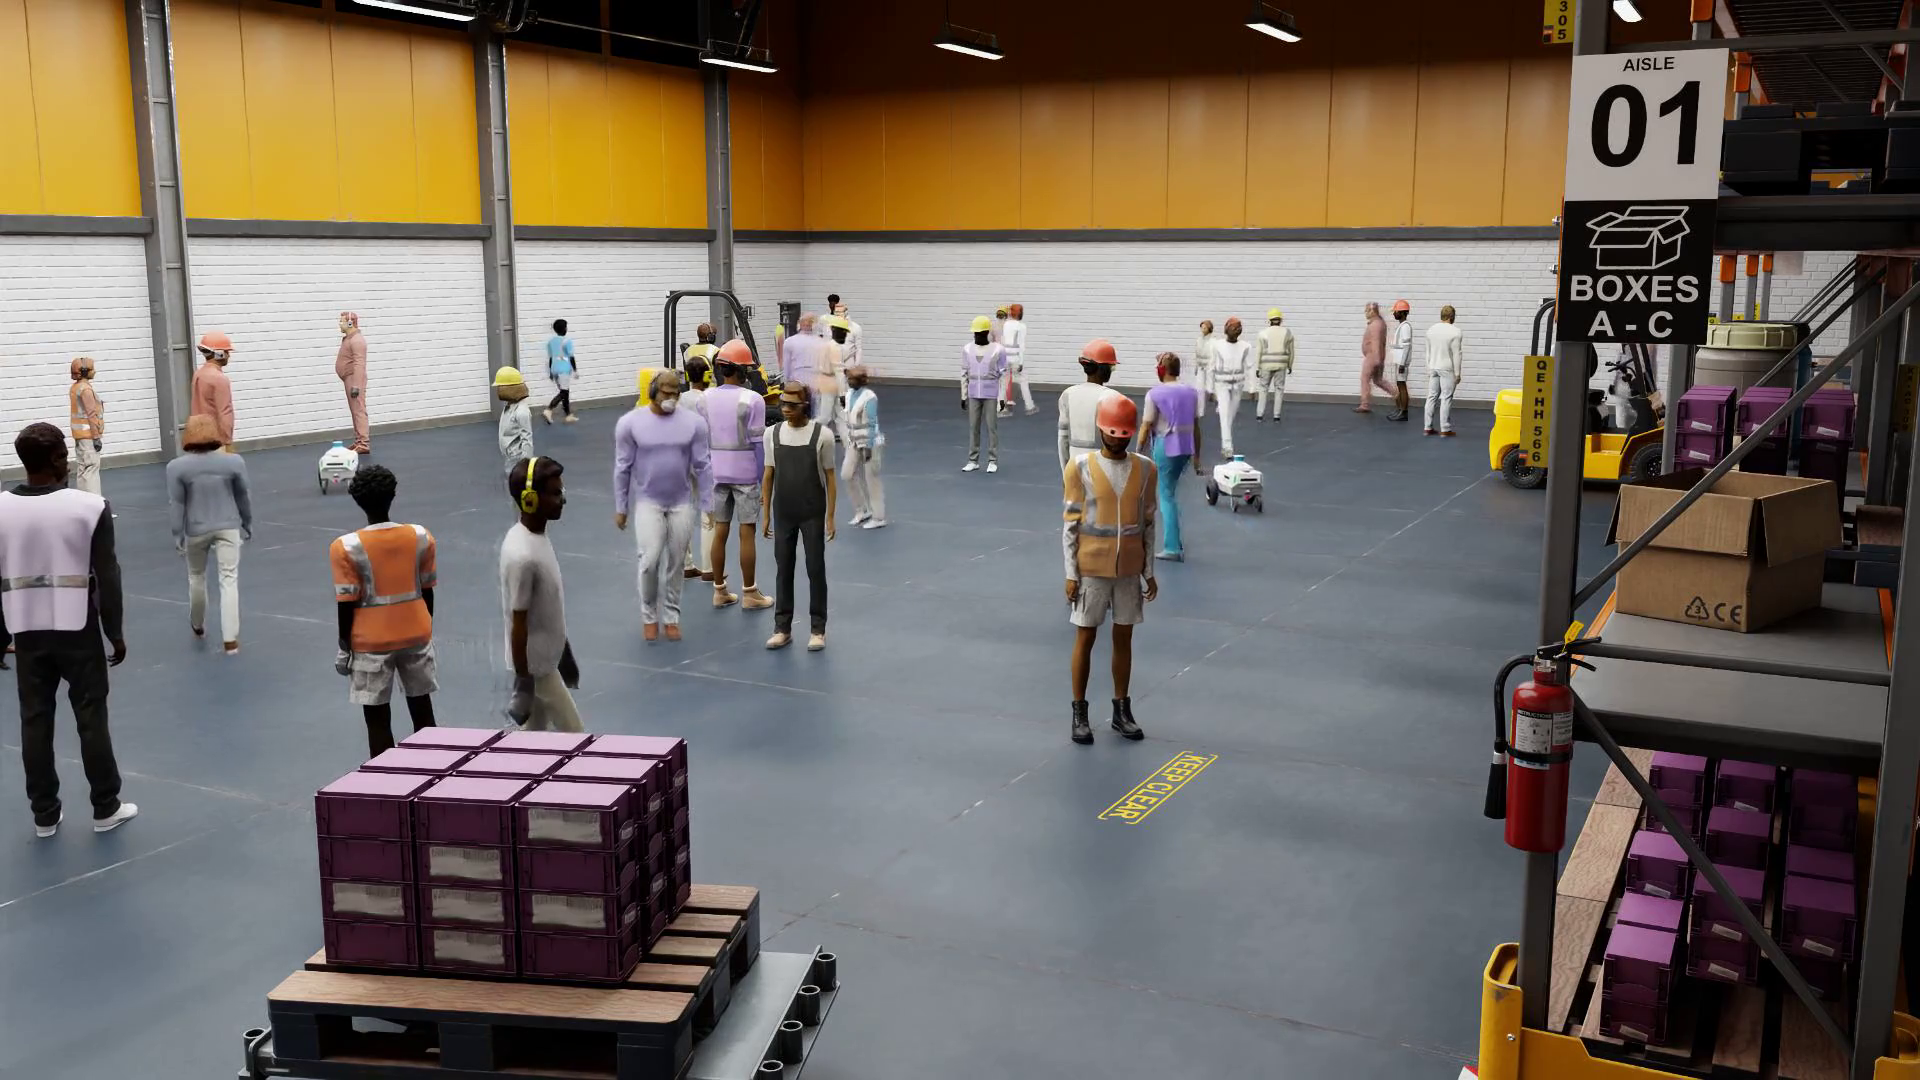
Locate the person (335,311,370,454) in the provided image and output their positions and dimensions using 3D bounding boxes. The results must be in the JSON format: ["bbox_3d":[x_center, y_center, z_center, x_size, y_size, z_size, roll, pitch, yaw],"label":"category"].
[{"bbox_3d":[-8.128,-2.096,22.250,0.407,1.910,0.638,-5,11,-25],"label":"person"}]

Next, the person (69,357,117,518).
[{"bbox_3d":[-8.816,-1.025,16.824,0.307,1.641,0.511,-9,13,-43],"label":"person"}]

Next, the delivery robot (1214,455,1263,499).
[{"bbox_3d":[2.932,-0.651,17.524,0.477,0.478,0.707,-2,10,-9],"label":"delivery robot"}]

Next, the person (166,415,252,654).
[{"bbox_3d":[-5.106,-0.055,11.351,0.519,1.593,0.843,-5,11,-26],"label":"person"}]

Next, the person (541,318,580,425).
[{"bbox_3d":[-6.301,-2.641,26.088,0.535,1.670,0.780,8,13,40],"label":"person"}]

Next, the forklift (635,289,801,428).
[{"bbox_3d":[-3.358,-2.392,23.136,2.313,2.155,1.214,-1,10,-5],"label":"forklift"}]

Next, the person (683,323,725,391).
[{"bbox_3d":[-3.057,-1.715,20.236,0.622,1.844,0.429,7,12,34],"label":"person"}]

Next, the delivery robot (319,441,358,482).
[{"bbox_3d":[-7.019,-0.871,18.796,0.477,0.478,0.707,-2,10,-13],"label":"delivery robot"}]

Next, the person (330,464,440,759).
[{"bbox_3d":[-2.720,0.485,7.909,0.322,1.699,0.535,9,13,42],"label":"person"}]

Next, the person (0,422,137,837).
[{"bbox_3d":[-4.168,0.420,7.661,0.590,1.916,0.399,-2,10,-11],"label":"person"}]

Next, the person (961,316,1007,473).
[{"bbox_3d":[0.282,-1.783,20.388,0.591,1.923,0.381,4,11,23],"label":"person"}]

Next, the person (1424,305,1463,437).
[{"bbox_3d":[7.082,-2.472,24.383,0.373,1.930,0.626,-7,12,-33],"label":"person"}]

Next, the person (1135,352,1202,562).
[{"bbox_3d":[1.801,-0.730,14.577,0.589,1.822,0.557,-8,13,-39],"label":"person"}]

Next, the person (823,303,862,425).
[{"bbox_3d":[-1.855,-2.732,25.932,0.641,1.910,0.401,2,10,11],"label":"person"}]

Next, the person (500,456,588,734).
[{"bbox_3d":[-1.848,0.542,7.204,0.873,1.832,0.534,-2,10,-14],"label":"person"}]

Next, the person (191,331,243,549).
[{"bbox_3d":[-6.812,-0.919,15.264,0.452,1.979,0.623,-9,13,-42],"label":"person"}]

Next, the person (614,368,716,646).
[{"bbox_3d":[-2.020,-0.225,11.417,0.651,1.910,0.549,-4,10,-21],"label":"person"}]

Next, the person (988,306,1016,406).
[{"bbox_3d":[0.752,-3.248,29.355,0.523,1.760,0.328,3,10,17],"label":"person"}]

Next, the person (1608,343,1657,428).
[{"bbox_3d":[9.371,-2.198,23.107,0.673,1.817,0.588,-1,10,-5],"label":"person"}]

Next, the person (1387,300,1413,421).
[{"bbox_3d":[7.051,-2.873,26.660,0.362,1.935,0.553,2,10,9],"label":"person"}]

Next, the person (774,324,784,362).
[{"bbox_3d":[-2.676,-2.786,26.438,0.429,1.844,0.624,-8,13,-40],"label":"person"}]

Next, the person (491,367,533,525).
[{"bbox_3d":[-3.741,-0.589,14.005,0.323,1.741,0.490,-6,11,-30],"label":"person"}]

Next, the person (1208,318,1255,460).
[{"bbox_3d":[3.573,-1.984,21.812,0.588,1.837,0.895,-1,10,-8],"label":"person"}]

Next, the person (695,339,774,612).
[{"bbox_3d":[-1.678,-0.480,12.504,0.613,2.043,0.374,5,11,25],"label":"person"}]

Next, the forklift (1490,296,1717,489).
[{"bbox_3d":[7.296,-1.677,18.993,2.313,2.155,1.214,5,11,27],"label":"forklift"}]

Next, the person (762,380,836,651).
[{"bbox_3d":[-1.088,-0.164,11.252,0.511,1.842,0.327,2,10,10],"label":"person"}]

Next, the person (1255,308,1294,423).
[{"bbox_3d":[4.961,-2.744,26.251,0.613,1.827,0.438,1,10,5],"label":"person"}]

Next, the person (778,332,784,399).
[{"bbox_3d":[-2.649,-2.659,25.918,0.313,1.767,0.534,-6,12,-32],"label":"person"}]

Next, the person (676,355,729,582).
[{"bbox_3d":[-2.135,-0.579,13.645,0.503,1.855,0.323,5,11,26],"label":"person"}]

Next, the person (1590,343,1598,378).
[{"bbox_3d":[8.698,-2.368,23.438,0.537,2.000,0.682,0,10,0],"label":"person"}]

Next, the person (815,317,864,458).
[{"bbox_3d":[-1.579,-1.916,21.313,0.907,1.858,0.686,-2,10,-12],"label":"person"}]

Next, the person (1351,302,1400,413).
[{"bbox_3d":[7.021,-3.050,27.871,0.770,1.874,0.652,6,11,30],"label":"person"}]

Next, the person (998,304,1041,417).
[{"bbox_3d":[0.942,-2.957,27.404,0.591,1.840,0.920,9,13,41],"label":"person"}]

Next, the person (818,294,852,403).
[{"bbox_3d":[-2.221,-3.386,29.549,0.613,1.963,0.362,0,10,1],"label":"person"}]

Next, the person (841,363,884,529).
[{"bbox_3d":[-0.942,-0.910,16.186,0.423,1.618,0.555,-7,12,-34],"label":"person"}]

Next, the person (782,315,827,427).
[{"bbox_3d":[-2.056,-2.027,22.027,0.819,1.862,0.542,-4,10,-20],"label":"person"}]

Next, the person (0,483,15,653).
[{"bbox_3d":[-6.456,-0.013,10.982,0.280,1.633,0.498,1,10,3],"label":"person"}]

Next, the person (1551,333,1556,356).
[{"bbox_3d":[7.723,-1.892,21.303,0.590,1.827,0.404,7,12,35],"label":"person"}]

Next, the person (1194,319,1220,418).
[{"bbox_3d":[4.093,-2.801,27.176,0.580,1.614,0.524,-9,13,-41],"label":"person"}]

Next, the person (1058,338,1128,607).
[{"bbox_3d":[1.036,-0.507,12.659,0.616,2.041,0.378,9,14,43],"label":"person"}]

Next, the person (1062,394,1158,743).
[{"bbox_3d":[0.835,0.158,9.146,0.542,1.927,0.380,-2,10,-13],"label":"person"}]
